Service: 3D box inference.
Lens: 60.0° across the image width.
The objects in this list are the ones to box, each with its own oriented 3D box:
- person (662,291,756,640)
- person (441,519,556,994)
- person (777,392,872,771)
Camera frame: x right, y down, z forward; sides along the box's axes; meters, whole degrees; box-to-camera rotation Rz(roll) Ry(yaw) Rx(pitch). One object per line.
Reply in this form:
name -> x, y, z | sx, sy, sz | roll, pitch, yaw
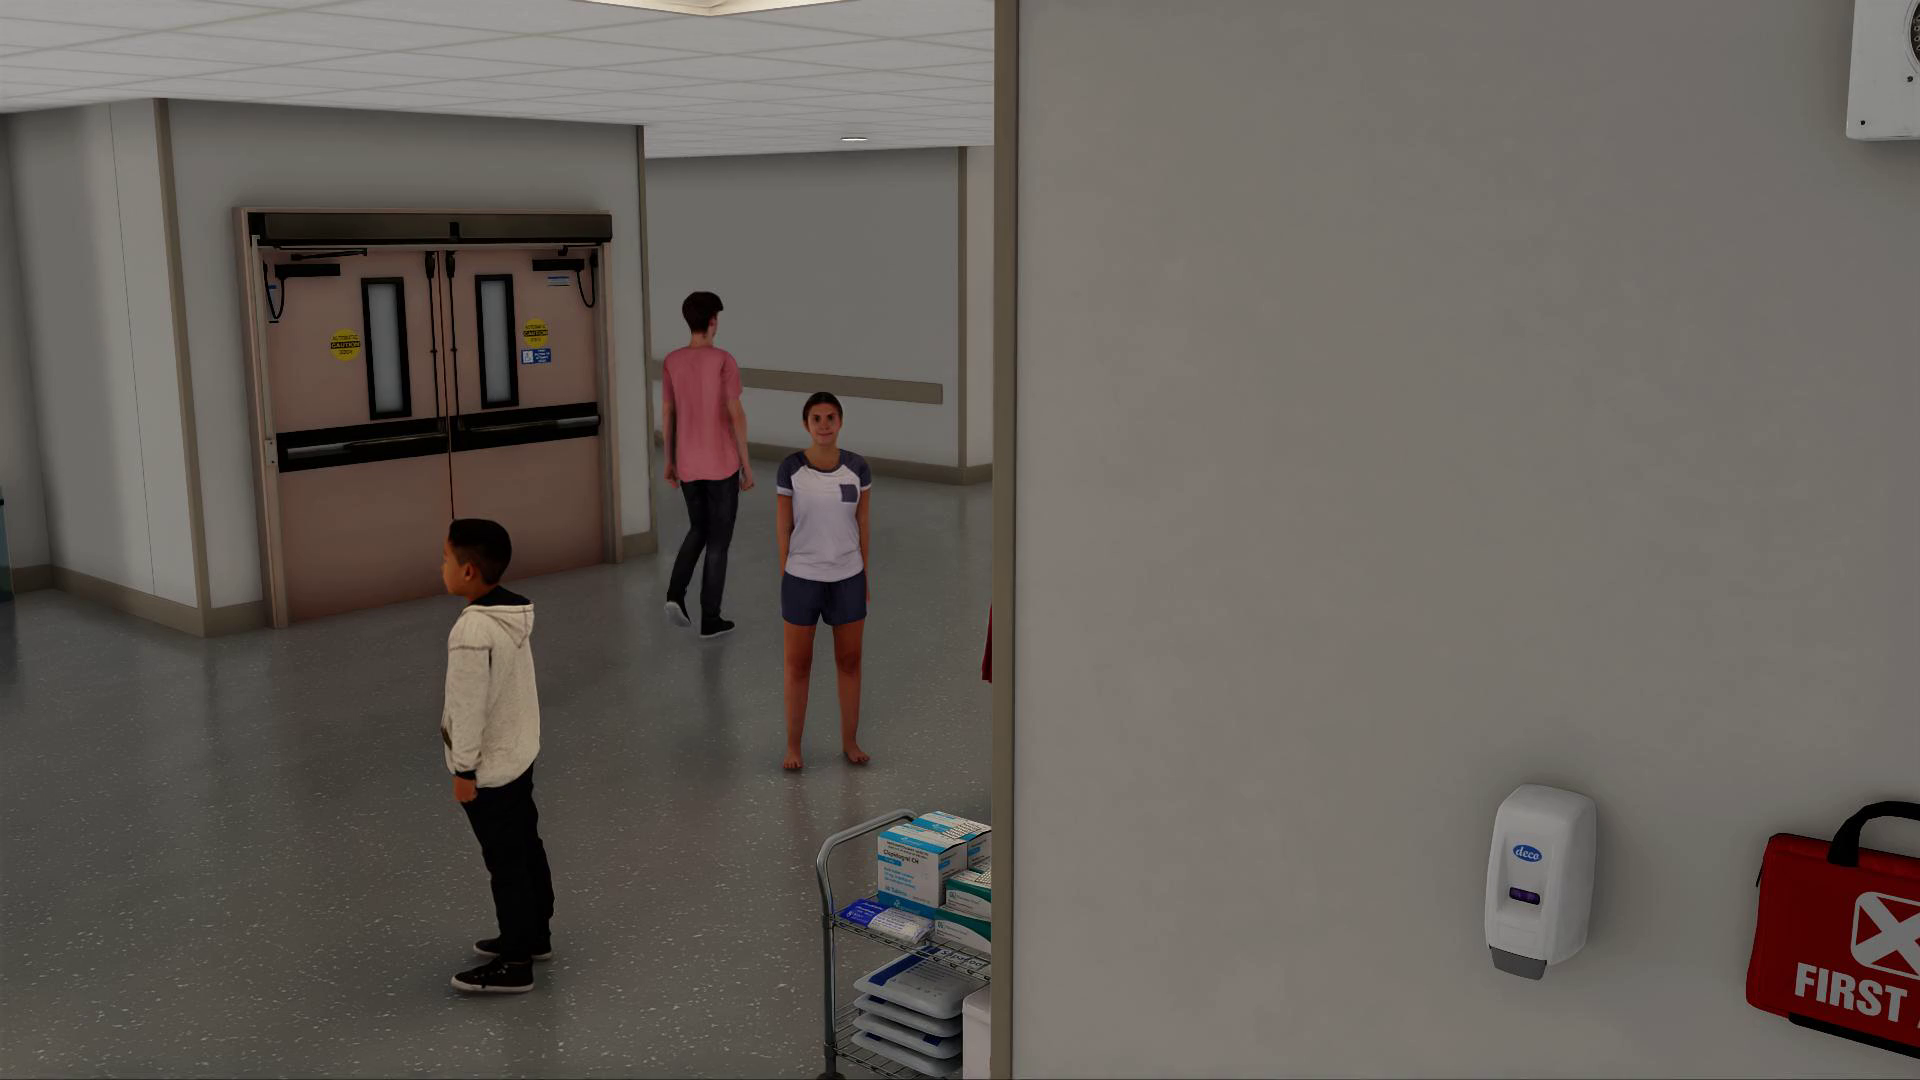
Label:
person -> -1.454, -0.385, 9.226 | 0.734, 1.945, 0.834 | 5, 12, 24
person -> -1.407, 0.650, 5.095 | 0.701, 1.451, 0.625 | 0, 11, -1
person -> -0.587, 0.169, 7.164 | 0.646, 1.625, 0.736 | -3, 11, -16
